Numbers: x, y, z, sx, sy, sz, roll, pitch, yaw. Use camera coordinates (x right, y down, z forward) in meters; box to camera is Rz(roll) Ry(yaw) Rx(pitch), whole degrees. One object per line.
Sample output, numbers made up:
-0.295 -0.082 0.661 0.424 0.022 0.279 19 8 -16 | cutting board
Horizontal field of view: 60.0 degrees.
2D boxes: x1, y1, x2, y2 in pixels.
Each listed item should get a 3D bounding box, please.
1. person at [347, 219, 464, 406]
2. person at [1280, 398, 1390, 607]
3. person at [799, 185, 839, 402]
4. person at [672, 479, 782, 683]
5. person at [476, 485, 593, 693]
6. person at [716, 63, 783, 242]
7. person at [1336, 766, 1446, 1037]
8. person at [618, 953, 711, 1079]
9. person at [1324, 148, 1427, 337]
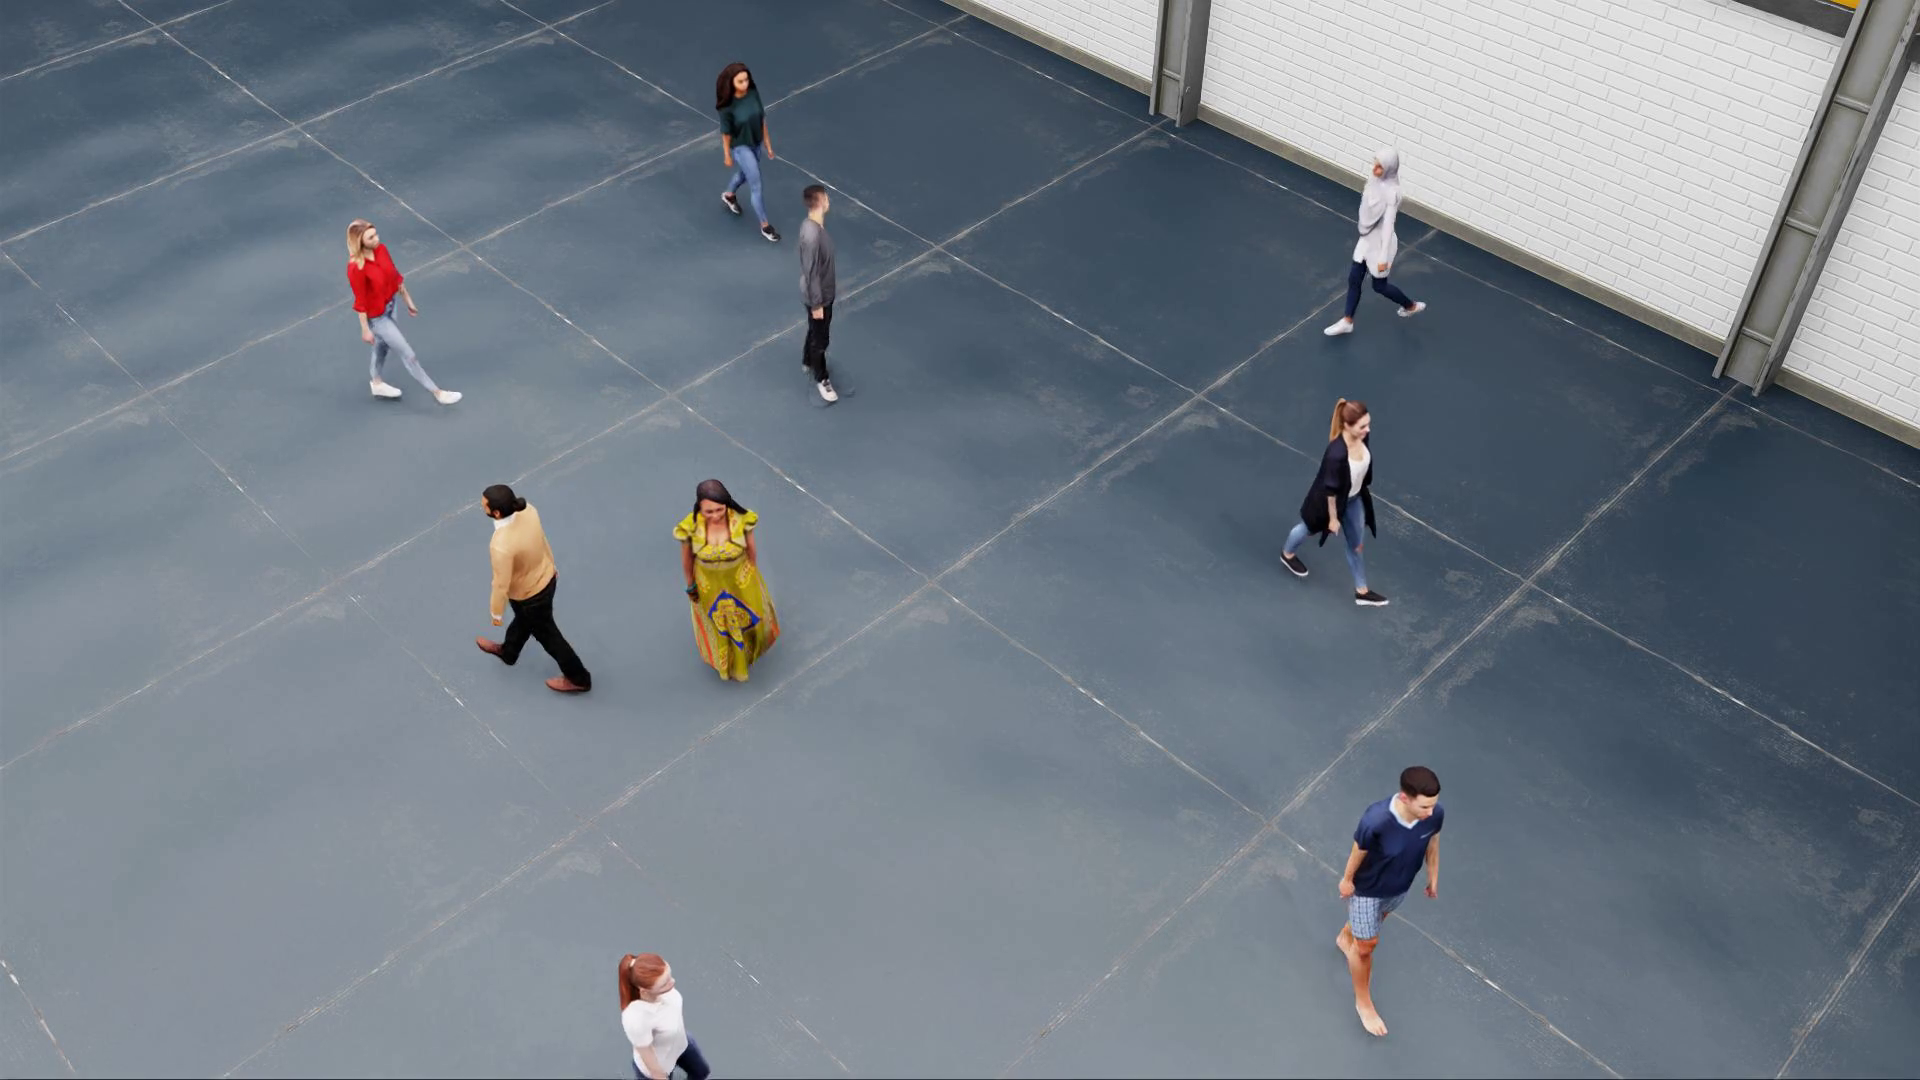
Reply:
-4.500 -1.733 12.758 1.170 1.664 0.990 9 44 9 | person
2.466 -0.299 11.274 0.635 1.635 1.076 -34 53 -30 | person
-1.111 -1.881 12.858 0.869 1.742 0.805 10 44 10 | person
-1.535 0.195 10.745 0.948 1.650 0.990 -10 45 -10 | person
-2.648 0.339 10.546 1.198 1.717 1.068 7 44 7 | person
-1.925 -3.478 14.652 1.075 1.579 0.611 31 52 29 | person
2.246 1.764 8.973 0.870 1.823 1.028 -14 45 -14 | person
-1.588 2.545 8.233 0.927 1.712 0.865 1 44 1 | person
3.442 -2.376 13.376 1.058 1.743 1.094 -6 44 -6 | person
